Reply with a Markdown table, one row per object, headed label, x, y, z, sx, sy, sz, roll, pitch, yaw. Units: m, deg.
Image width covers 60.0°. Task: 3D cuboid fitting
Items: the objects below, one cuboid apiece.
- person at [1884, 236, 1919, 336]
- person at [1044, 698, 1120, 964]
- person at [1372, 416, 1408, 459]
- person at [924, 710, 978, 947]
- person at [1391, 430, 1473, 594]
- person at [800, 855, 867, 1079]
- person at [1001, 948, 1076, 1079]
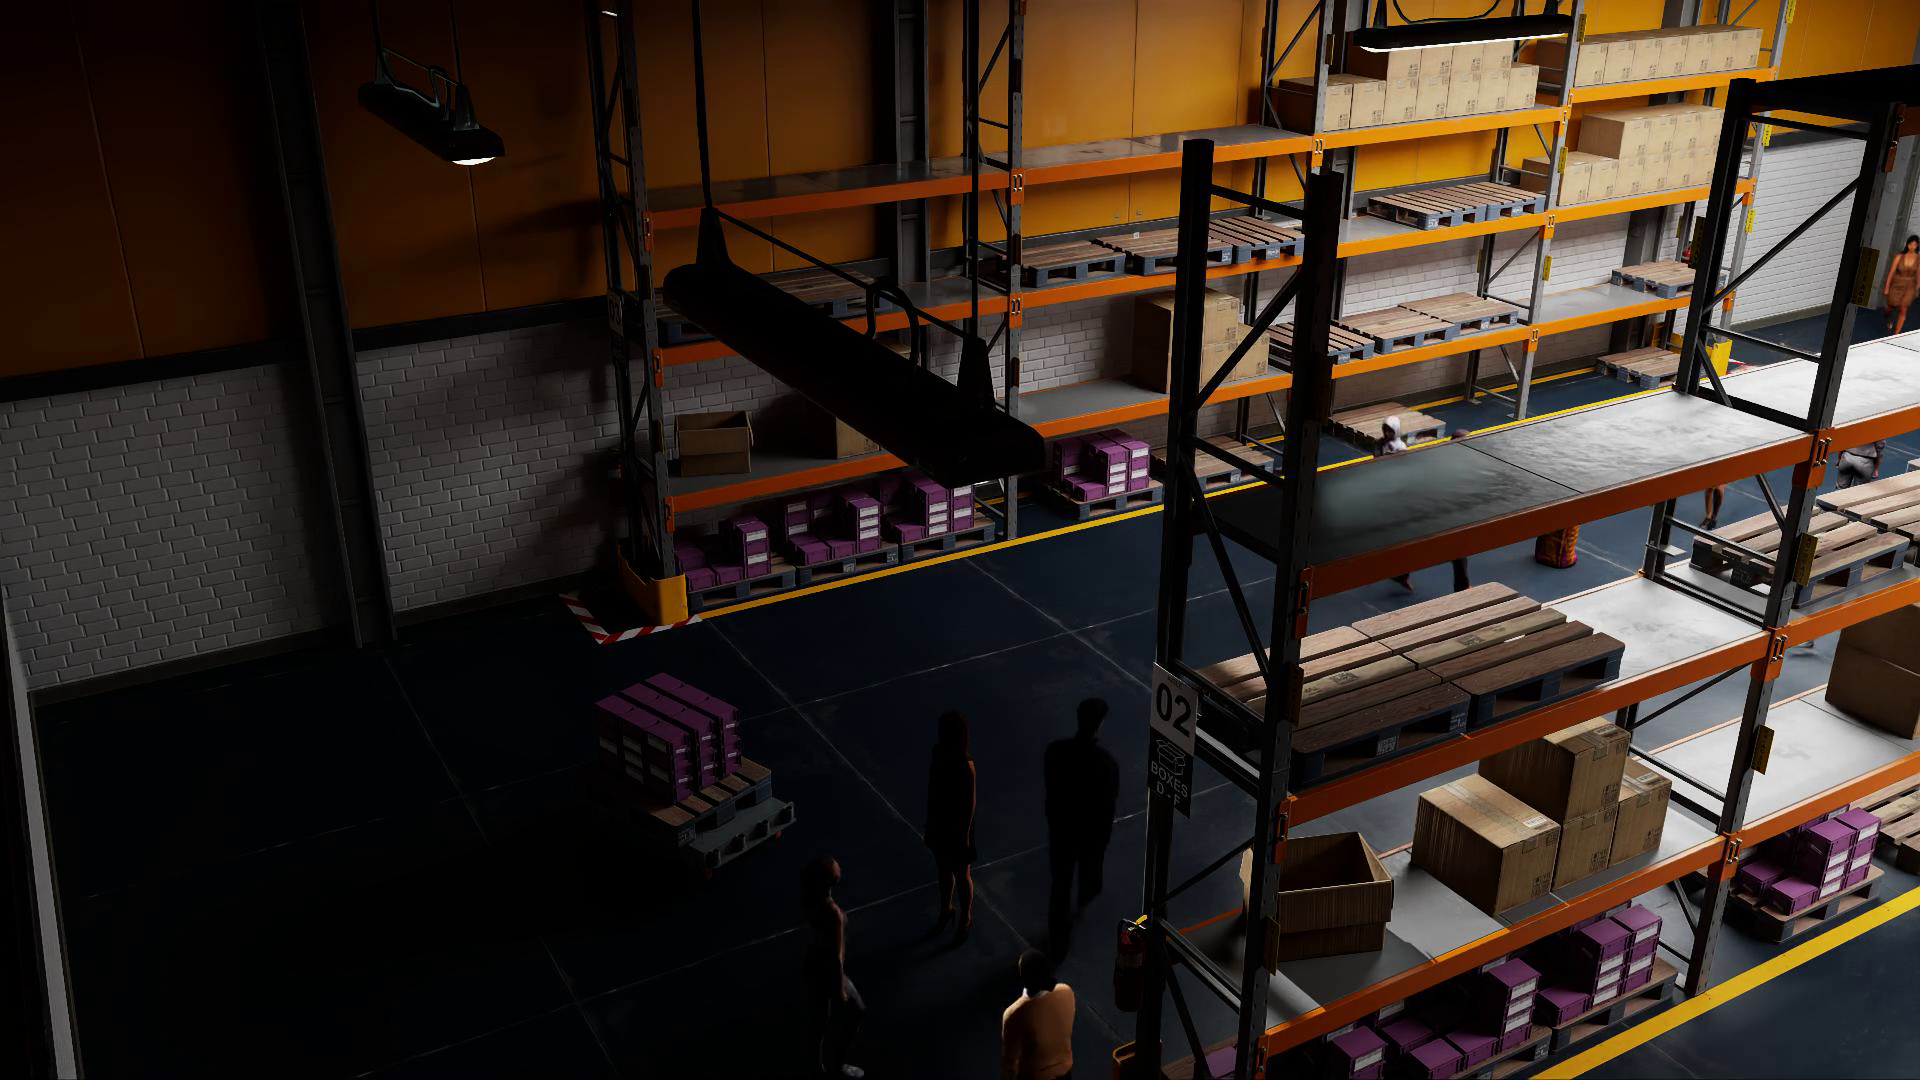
| label | x | y | z | sx | sy | sz | roll | pitch | yaw |
| --- | --- | --- | --- | --- | --- | --- | --- | --- | --- |
| person | 14.237 | -3.790 | 25.130 | 0.898 | 1.667 | 0.996 | 8 | 25 | 18 |
| person | 0.775 | 2.043 | 11.520 | 1.211 | 1.880 | 1.309 | 8 | 25 | 17 |
| person | 4.537 | -0.480 | 17.451 | 0.969 | 1.751 | 0.708 | -18 | 30 | -36 |
| person | -0.056 | 2.013 | 11.644 | 0.632 | 1.835 | 0.608 | 21 | 31 | 40 |
| person | 4.848 | -0.246 | 16.877 | 1.282 | 1.782 | 1.010 | -4 | 24 | -8 |
| person | -0.891 | 2.704 | 10.238 | 0.604 | 1.696 | 0.617 | -16 | 28 | -32 |
| person | 0.491 | 3.070 | 9.358 | 1.002 | 1.729 | 0.718 | -13 | 27 | -27 |
